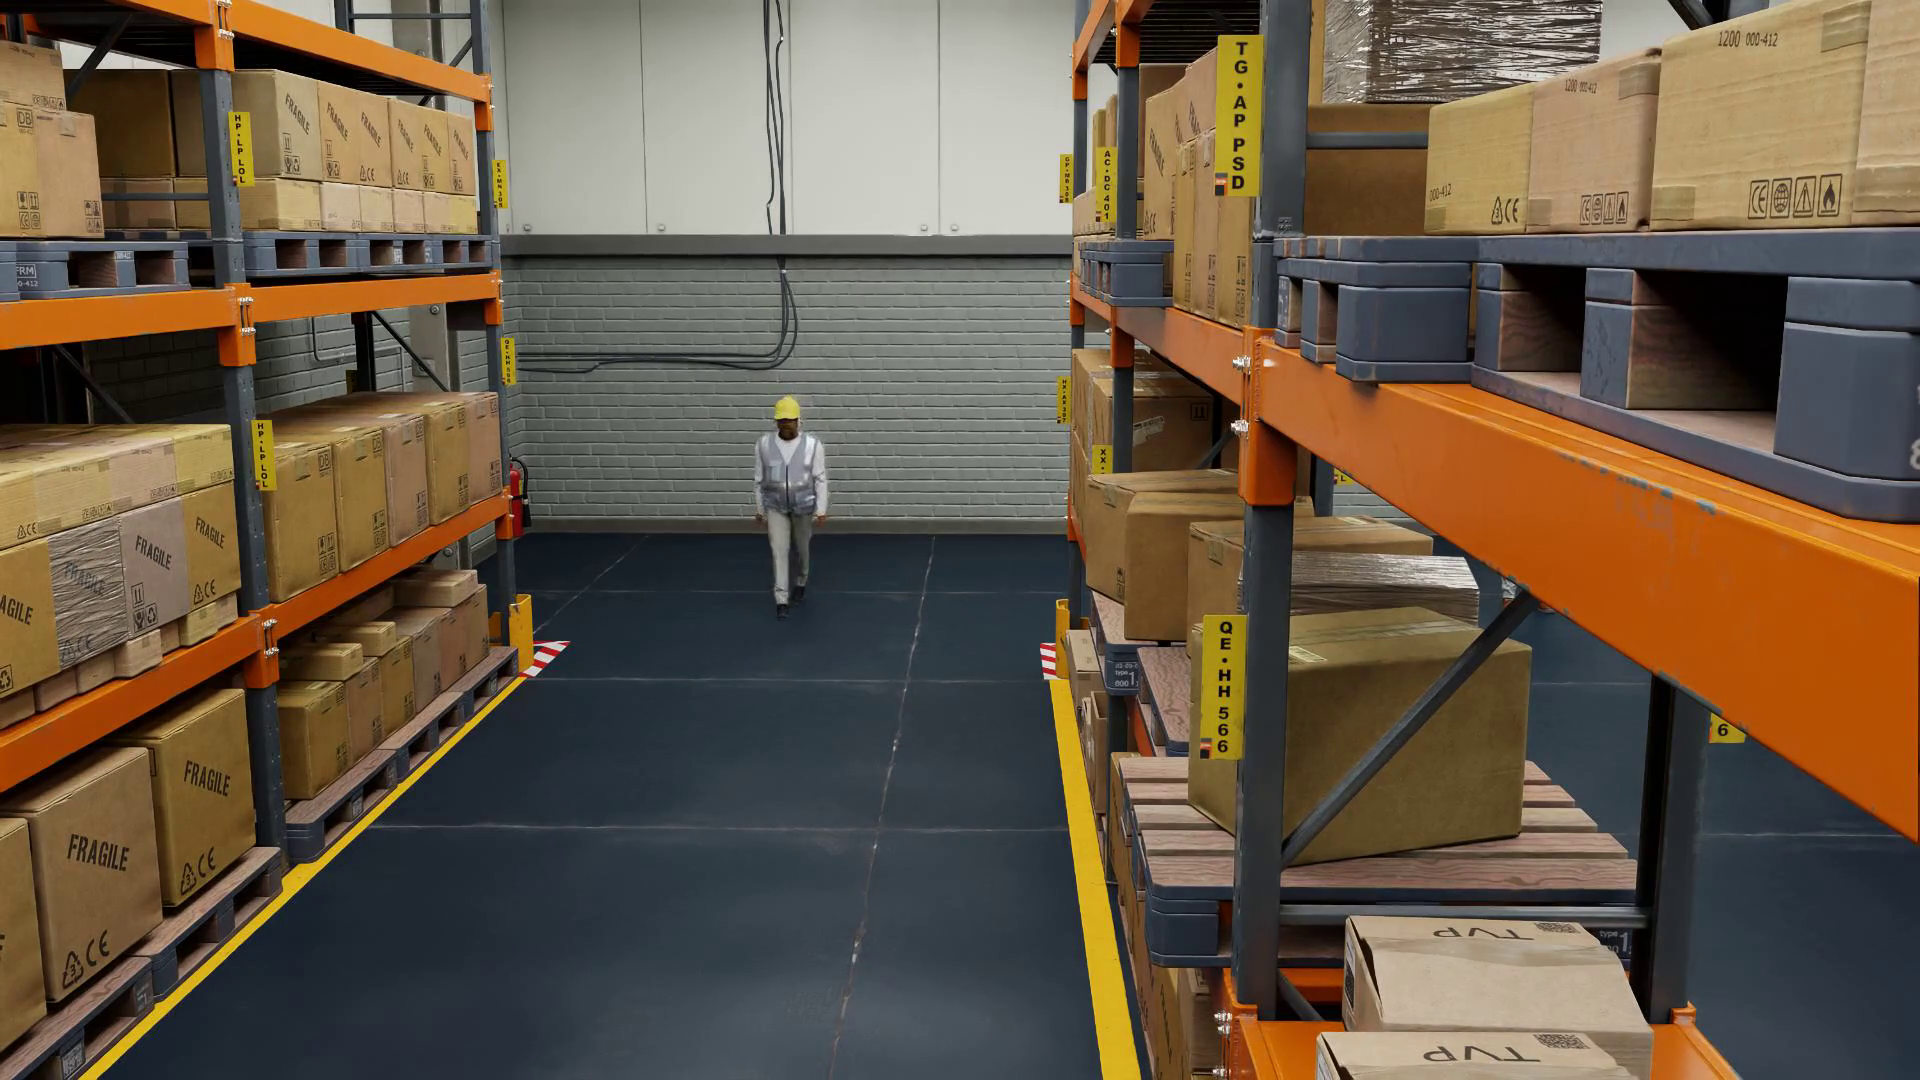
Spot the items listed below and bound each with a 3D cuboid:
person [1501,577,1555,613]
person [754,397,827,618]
[{"bbox_3d":[4.738,-0.353,13.693,0.633,1.938,0.356,0,10,2],"label":"person"},{"bbox_3d":[-1.407,-0.303,13.848,0.604,1.796,0.932,-1,10,-3],"label":"person"}]
